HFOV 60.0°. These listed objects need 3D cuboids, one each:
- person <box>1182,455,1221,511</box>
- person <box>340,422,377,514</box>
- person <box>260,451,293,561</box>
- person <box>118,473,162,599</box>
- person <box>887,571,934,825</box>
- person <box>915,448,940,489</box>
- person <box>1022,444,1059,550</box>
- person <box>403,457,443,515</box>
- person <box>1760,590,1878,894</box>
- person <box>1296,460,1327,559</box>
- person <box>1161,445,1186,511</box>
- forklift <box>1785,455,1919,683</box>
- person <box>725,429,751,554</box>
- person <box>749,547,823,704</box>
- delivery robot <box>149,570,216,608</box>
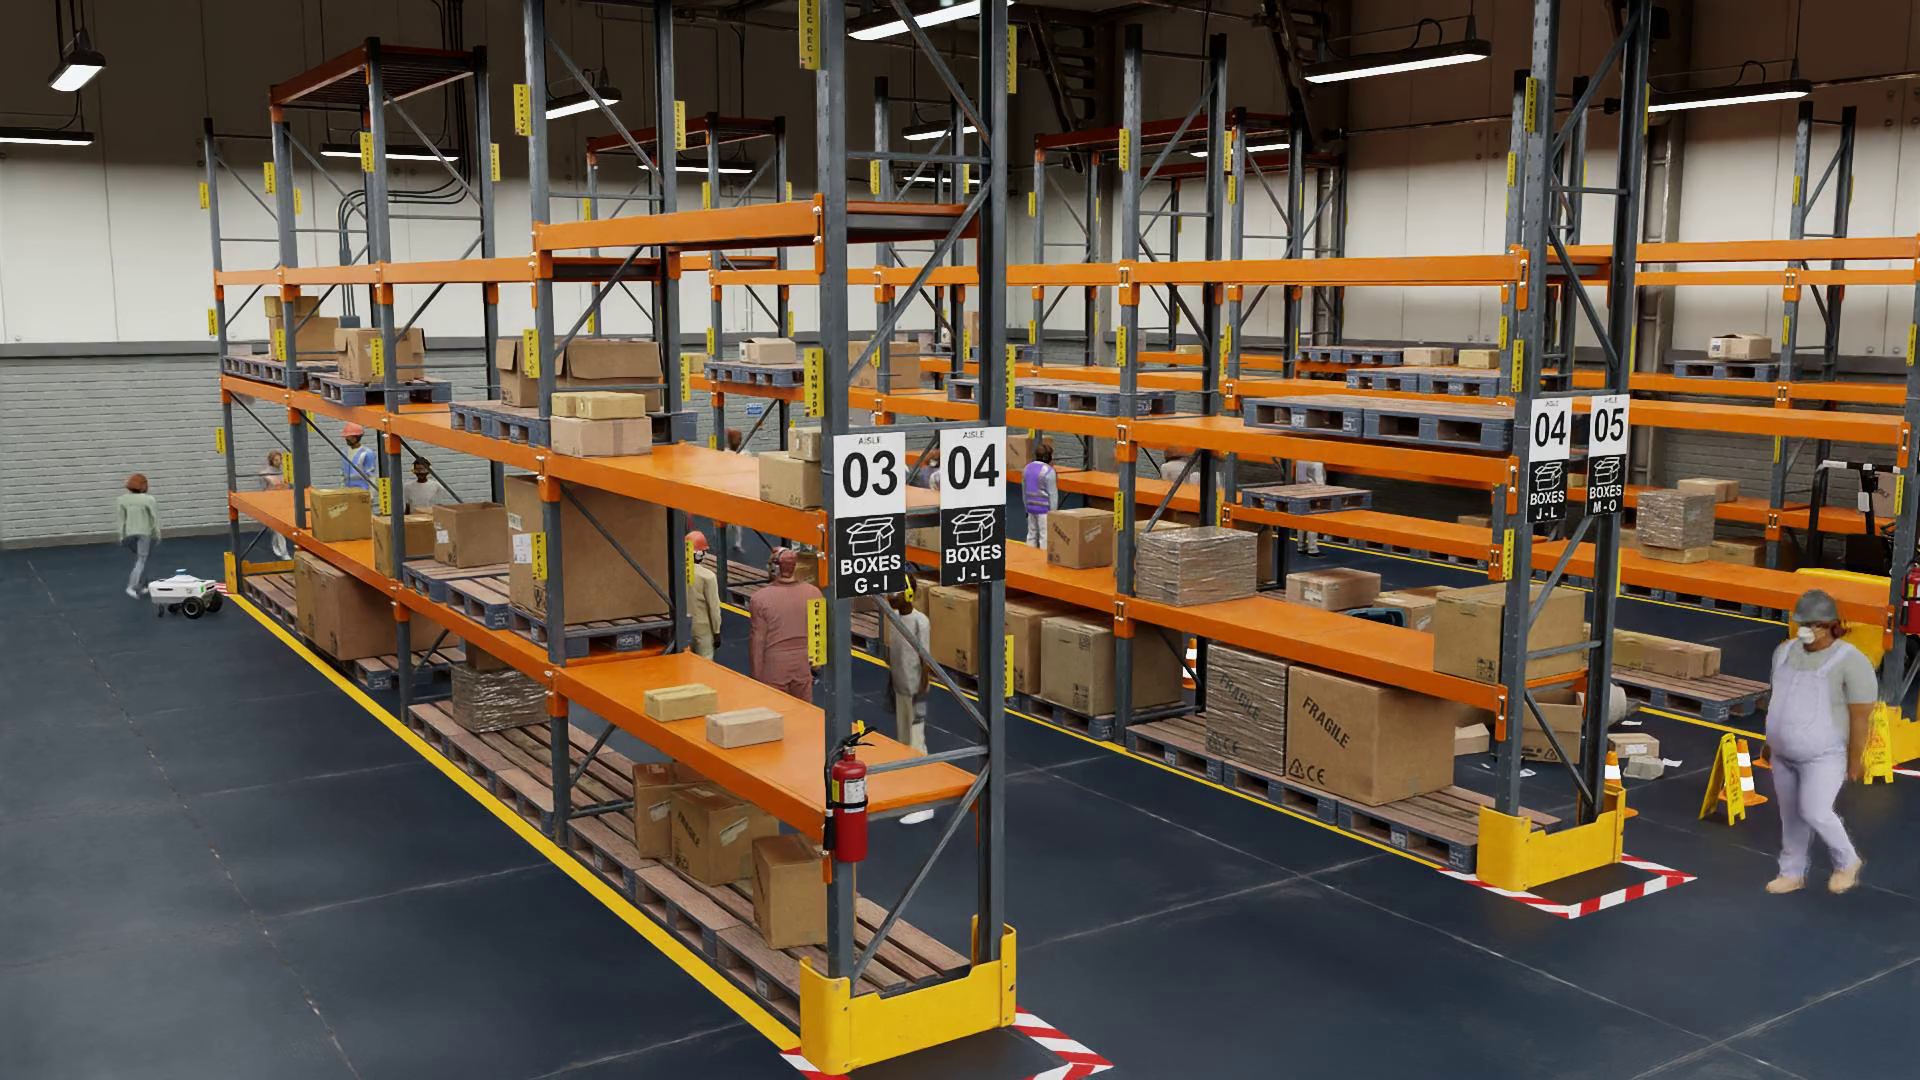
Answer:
[{"bbox_3d":[3.412,-0.430,23.304,0.529,1.718,0.946,-6,10,-34],"label":"person"},{"bbox_3d":[-8.664,-0.679,23.876,0.614,2.040,0.391,4,9,25],"label":"person"},{"bbox_3d":[-9.958,-0.522,24.273,0.805,1.605,0.501,8,12,42],"label":"person"},{"bbox_3d":[-10.489,-0.051,21.223,0.515,1.601,0.789,1,9,5],"label":"person"},{"bbox_3d":[-0.389,1.150,12.308,0.336,1.866,0.506,-5,10,-32],"label":"person"},{"bbox_3d":[-0.432,-0.542,24.372,0.643,1.625,0.337,8,11,42],"label":"person"},{"bbox_3d":[1.120,-0.390,22.618,0.429,1.842,0.630,-7,11,-37],"label":"person"},{"bbox_3d":[-6.698,-0.121,20.772,0.510,1.862,0.332,0,9,-3],"label":"person"},{"bbox_3d":[5.439,1.303,10.685,0.551,2.000,0.688,-3,9,-22],"label":"person"},{"bbox_3d":[5.148,-0.647,24.354,0.404,1.834,0.592,-3,9,-20],"label":"person"},{"bbox_3d":[3.148,-0.642,25.065,0.533,1.608,0.682,-6,10,-34],"label":"person"},{"bbox_3d":[9.643,0.253,17.172,2.313,2.155,1.214,-6,10,-33],"label":"forklift"},{"bbox_3d":[-3.339,-0.714,24.690,0.599,1.867,0.404,-7,11,-39],"label":"person"},{"bbox_3d":[-1.391,0.999,13.148,0.652,1.908,0.409,-6,10,-33],"label":"person"},{"bbox_3d":[-9.350,0.599,19.990,0.707,0.478,0.477,1,8,4],"label":"delivery robot"}]
